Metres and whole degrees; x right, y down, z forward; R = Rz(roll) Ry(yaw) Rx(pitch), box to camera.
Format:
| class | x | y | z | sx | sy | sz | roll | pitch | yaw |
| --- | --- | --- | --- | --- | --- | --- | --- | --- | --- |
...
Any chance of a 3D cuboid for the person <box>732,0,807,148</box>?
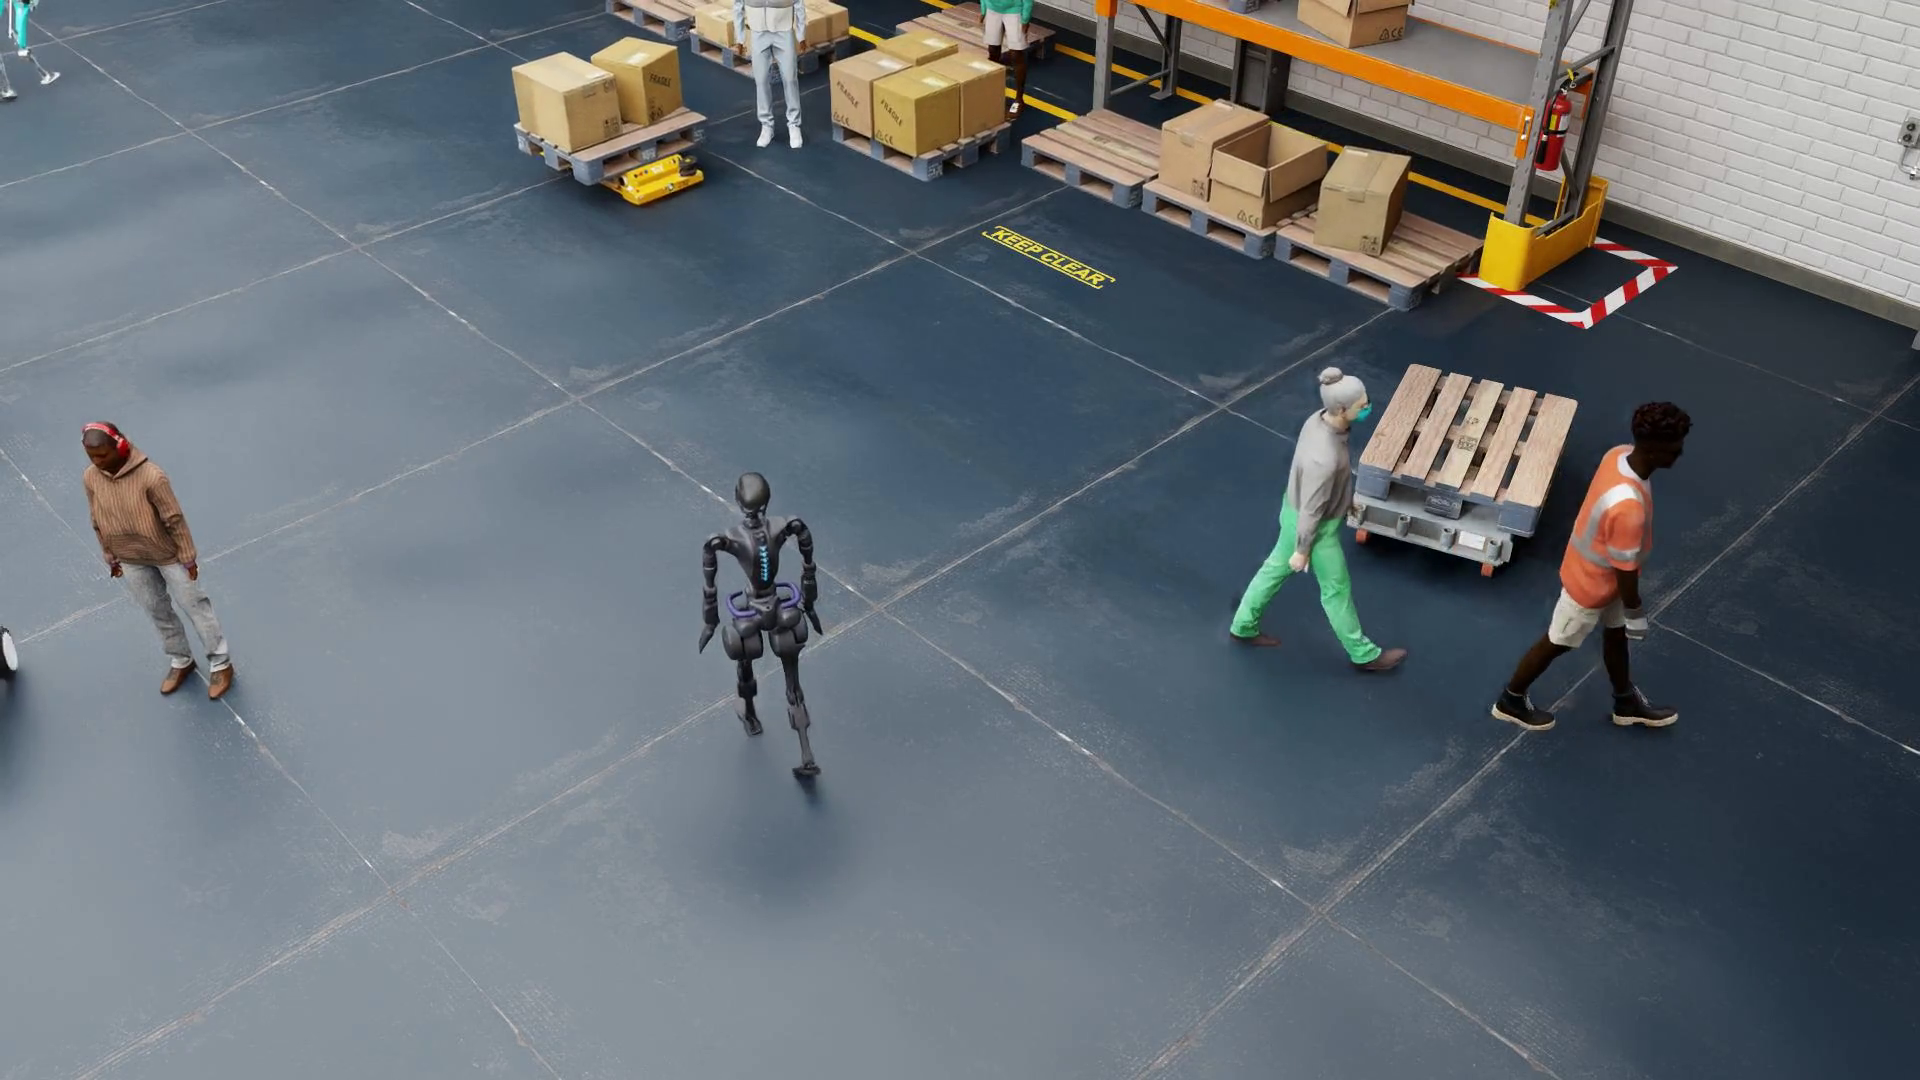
| class | x | y | z | sx | sy | sz | roll | pitch | yaw |
| --- | --- | --- | --- | --- | --- | --- | --- | --- | --- |
| person | -1.563 | -4.189 | 13.725 | 0.597 | 1.907 | 0.413 | 0 | 37 | 0 |

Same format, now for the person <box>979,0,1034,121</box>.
| class | x | y | z | sx | sy | sz | roll | pitch | yaw |
| --- | --- | --- | --- | --- | --- | --- | --- | --- | --- |
| person | 0.410 | -4.544 | 14.246 | 0.501 | 1.843 | 0.401 | 19 | 41 | 24 |

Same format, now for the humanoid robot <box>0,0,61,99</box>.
| class | x | y | z | sx | sy | sz | roll | pitch | yaw |
| --- | --- | --- | --- | --- | --- | --- | --- | --- | --- |
| humanoid robot | -8.462 | -4.752 | 14.617 | 0.555 | 1.781 | 0.884 | 1 | 37 | 2 |

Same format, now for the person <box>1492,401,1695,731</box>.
| class | x | y | z | sx | sy | sz | roll | pitch | yaw |
| --- | --- | --- | --- | --- | --- | --- | --- | --- | --- |
| person | 3.163 | 0.197 | 7.901 | 0.951 | 1.925 | 0.611 | 14 | 39 | 17 |

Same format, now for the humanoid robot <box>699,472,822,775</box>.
| class | x | y | z | sx | sy | sz | roll | pitch | yaw |
| --- | --- | --- | --- | --- | --- | --- | --- | --- | --- |
| humanoid robot | -0.928 | 0.409 | 7.862 | 0.601 | 1.641 | 0.749 | -13 | 39 | -17 |

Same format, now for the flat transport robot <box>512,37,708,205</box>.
| class | x | y | z | sx | sy | sz | roll | pitch | yaw |
| --- | --- | --- | --- | --- | --- | --- | --- | --- | --- |
| flat transport robot | -2.824 | -3.149 | 13.702 | 1.431 | 0.231 | 0.659 | 31 | 47 | 34 |

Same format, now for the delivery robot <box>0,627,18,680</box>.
| class | x | y | z | sx | sy | sz | roll | pitch | yaw |
| --- | --- | --- | --- | --- | --- | --- | --- | --- | --- |
| delivery robot | -5.135 | 0.659 | 8.404 | 0.499 | 0.570 | 0.750 | -11 | 39 | -15 |

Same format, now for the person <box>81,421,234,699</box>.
| class | x | y | z | sx | sy | sz | roll | pitch | yaw |
| --- | --- | --- | --- | --- | --- | --- | --- | --- | --- |
| person | -4.015 | 0.084 | 8.281 | 0.472 | 1.642 | 0.339 | 2 | 37 | 3 |

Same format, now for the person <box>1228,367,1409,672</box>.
| class | x | y | z | sx | sy | sz | roll | pitch | yaw |
| --- | --- | --- | --- | --- | --- | --- | --- | --- | --- |
| person | 1.880 | -0.101 | 8.403 | 0.940 | 1.789 | 0.512 | 3 | 37 | 4 |
